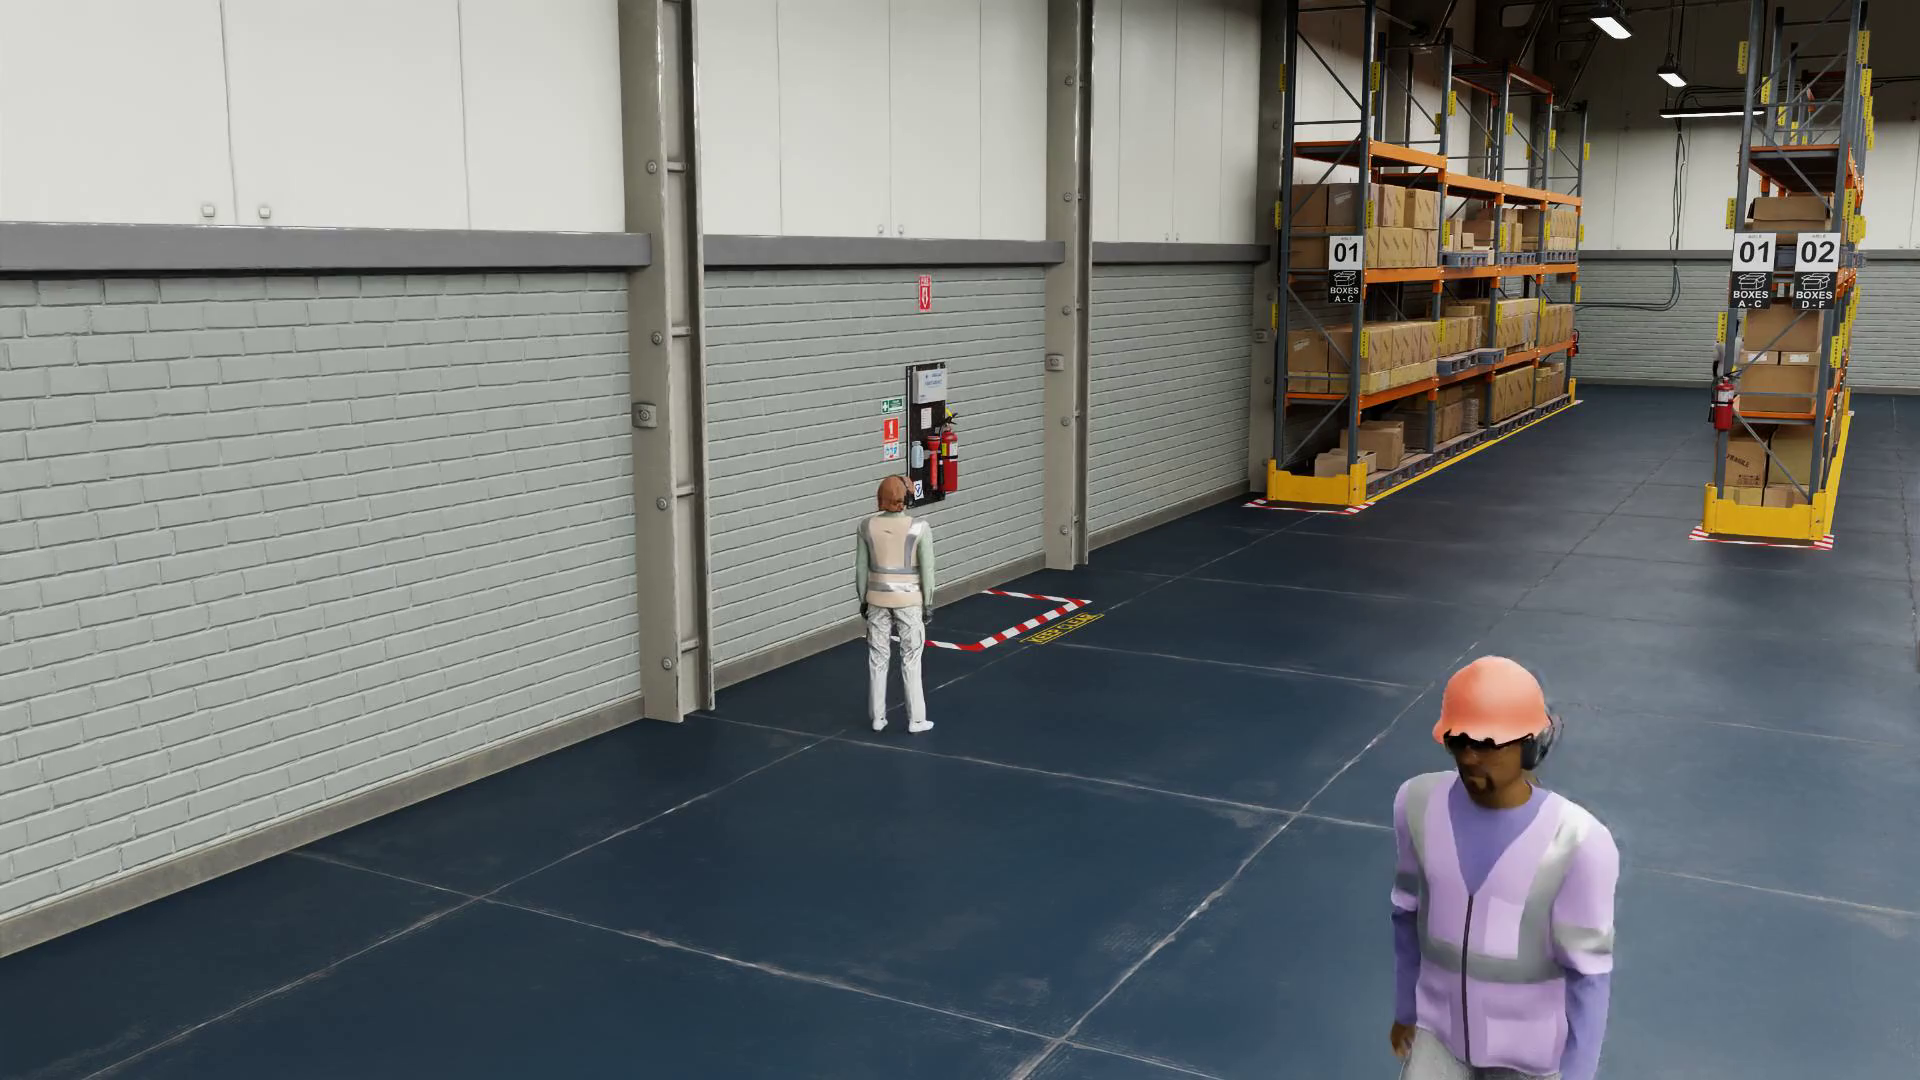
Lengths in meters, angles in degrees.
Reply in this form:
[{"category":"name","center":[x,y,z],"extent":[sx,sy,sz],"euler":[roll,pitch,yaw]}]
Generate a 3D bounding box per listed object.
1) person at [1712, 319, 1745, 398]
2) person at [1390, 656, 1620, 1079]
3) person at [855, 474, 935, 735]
[{"category":"person","center":[13.264,-2.855,28.618],"extent":[0.622,1.947,0.773],"euler":[6,11,31]},{"category":"person","center":[1.299,1.287,4.230],"extent":[0.638,1.991,1.017],"euler":[9,13,42]},{"category":"person","center":[-0.407,0.406,10.429],"extent":[0.515,1.641,0.314],"euler":[3,10,18]}]
